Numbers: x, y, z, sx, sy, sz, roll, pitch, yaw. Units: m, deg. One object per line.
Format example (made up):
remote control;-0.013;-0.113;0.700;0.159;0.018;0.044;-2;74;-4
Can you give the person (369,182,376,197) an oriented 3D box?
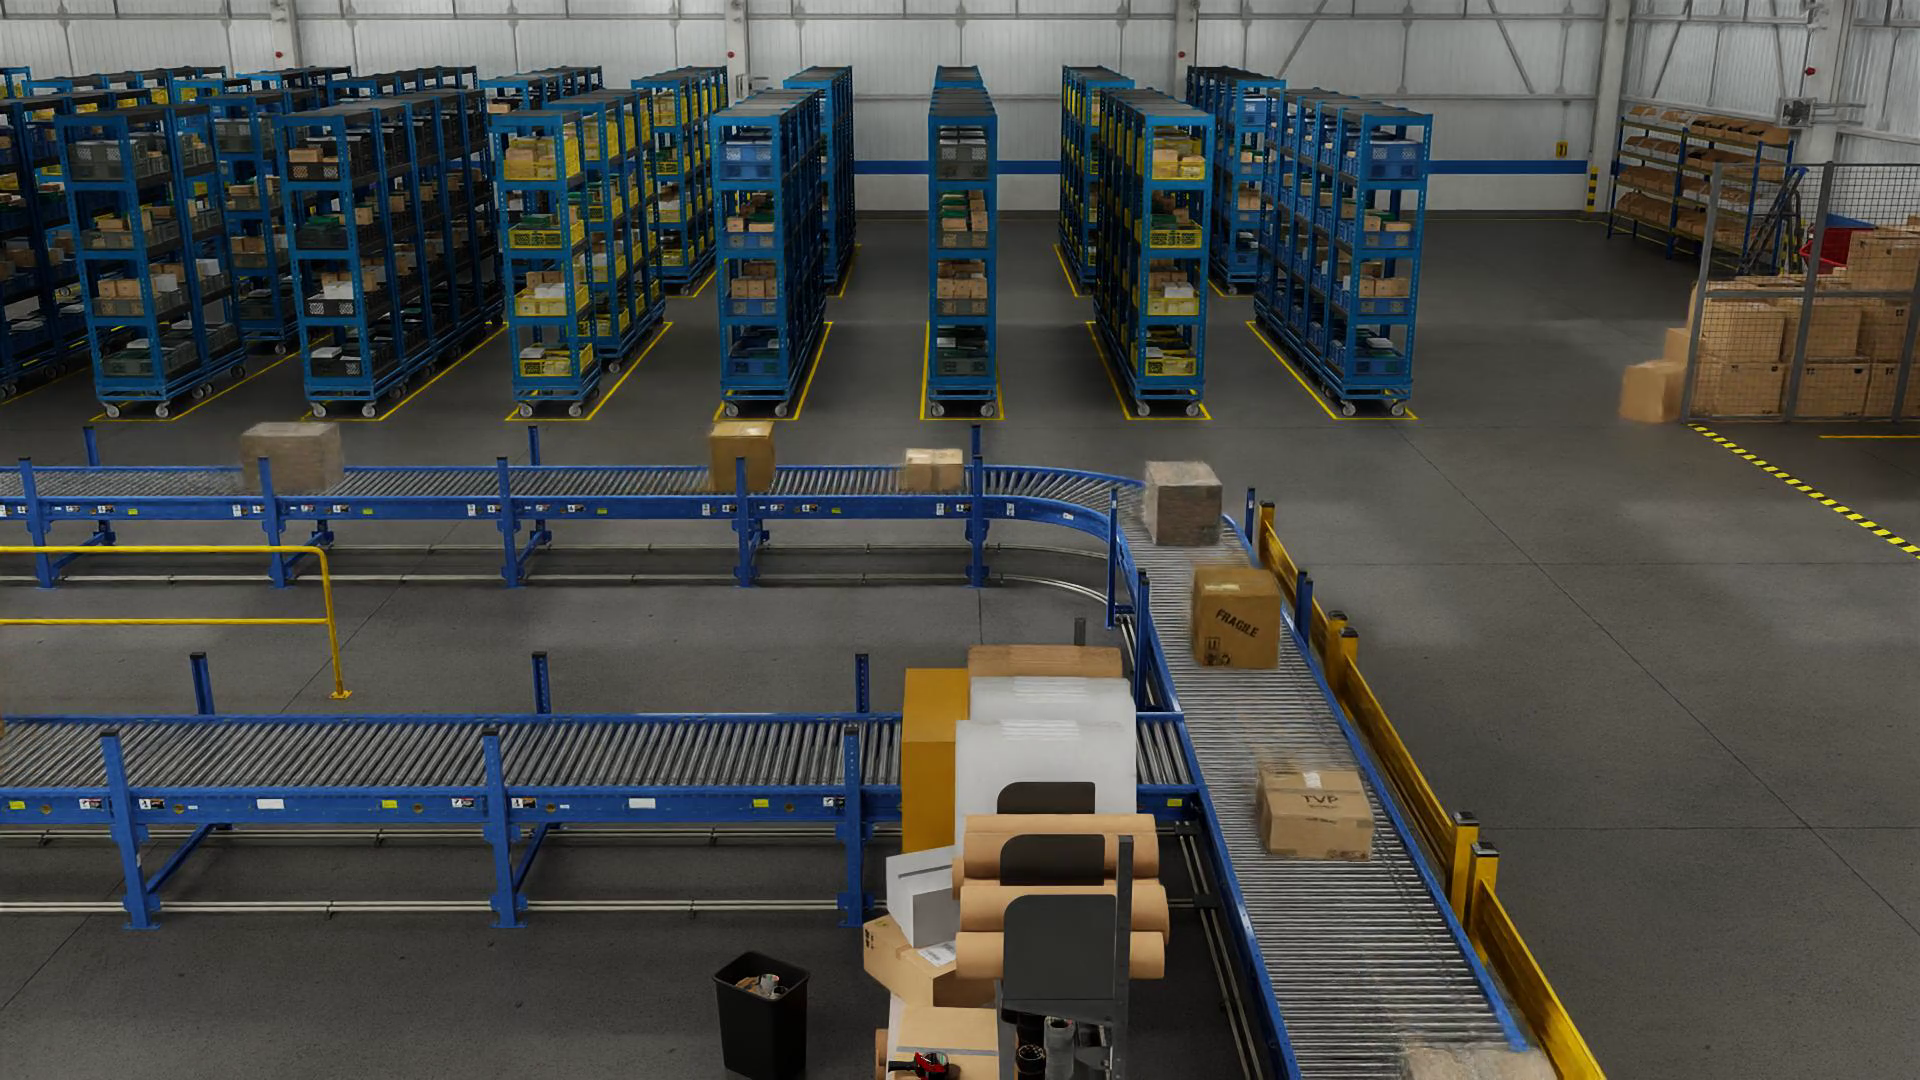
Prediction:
person;-12.753;-7.587;36.018;0.379;1.844;0.570;15;23;39
